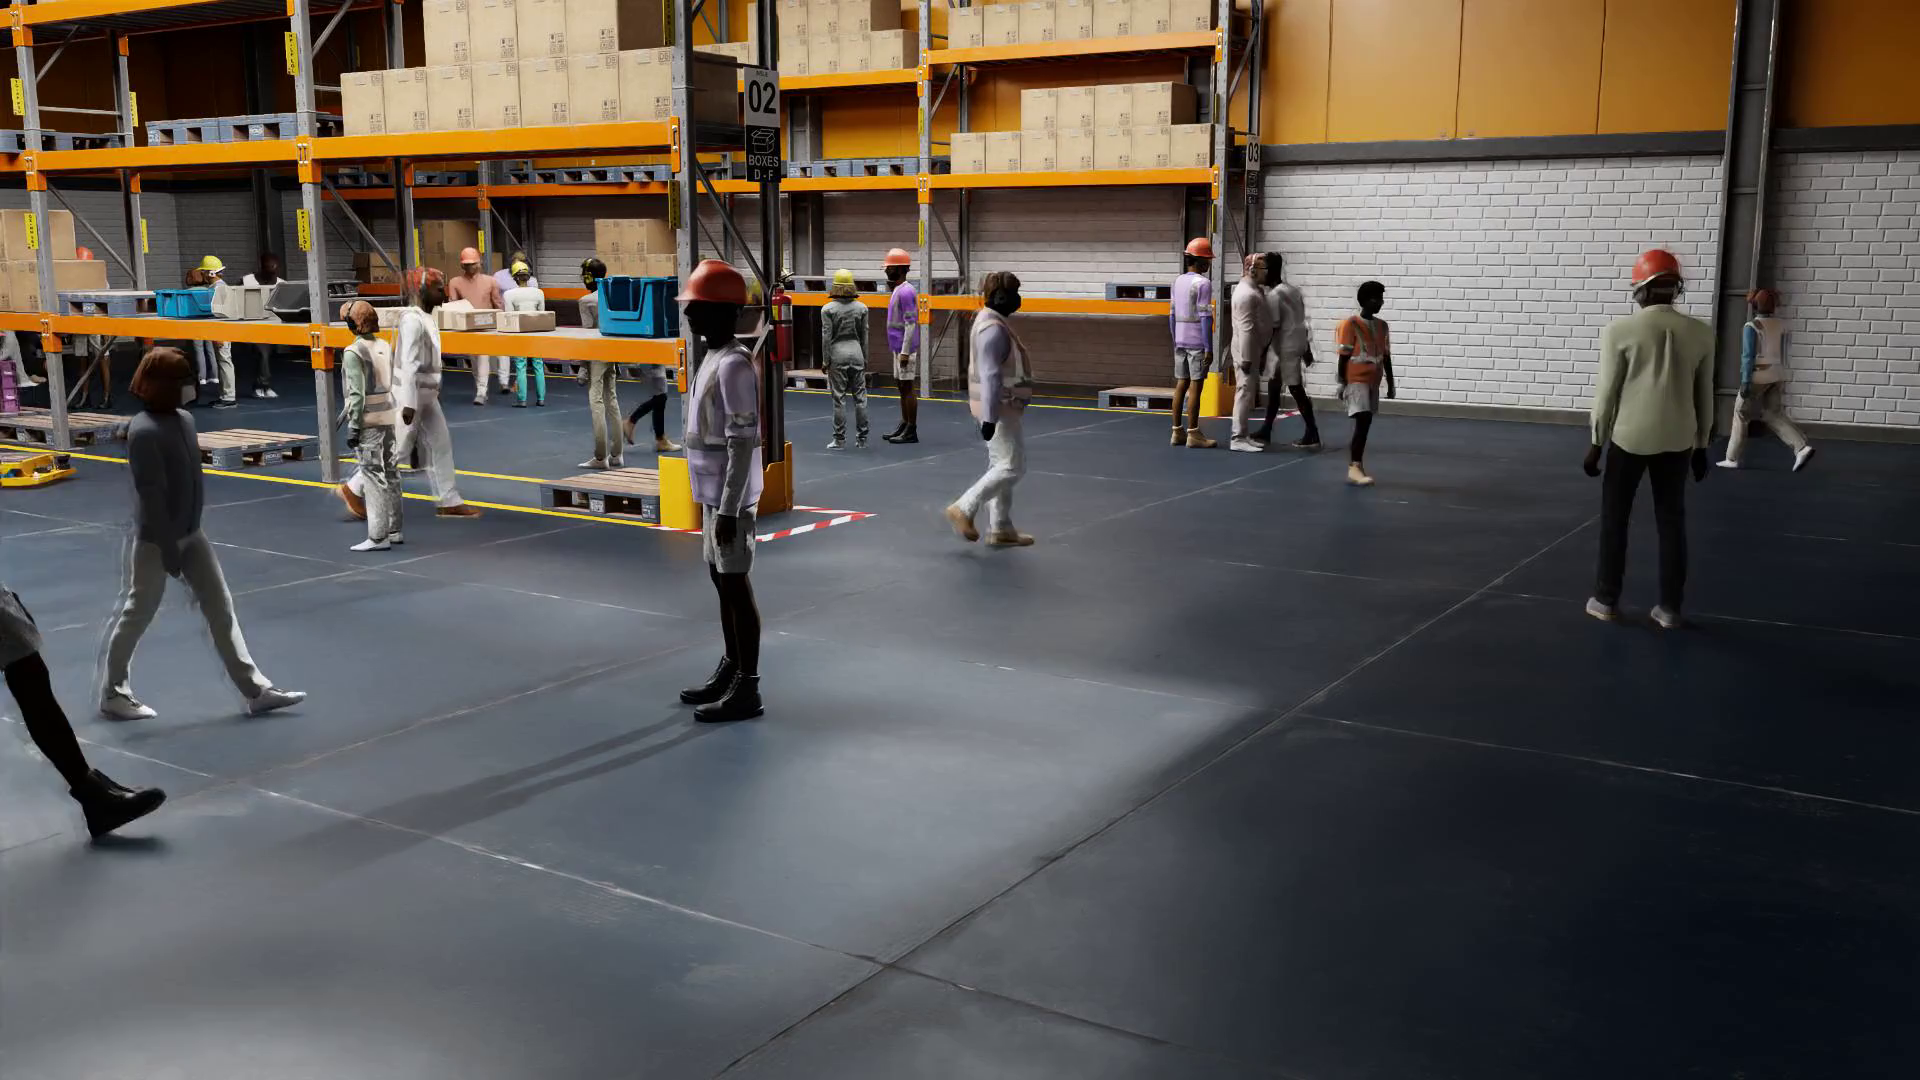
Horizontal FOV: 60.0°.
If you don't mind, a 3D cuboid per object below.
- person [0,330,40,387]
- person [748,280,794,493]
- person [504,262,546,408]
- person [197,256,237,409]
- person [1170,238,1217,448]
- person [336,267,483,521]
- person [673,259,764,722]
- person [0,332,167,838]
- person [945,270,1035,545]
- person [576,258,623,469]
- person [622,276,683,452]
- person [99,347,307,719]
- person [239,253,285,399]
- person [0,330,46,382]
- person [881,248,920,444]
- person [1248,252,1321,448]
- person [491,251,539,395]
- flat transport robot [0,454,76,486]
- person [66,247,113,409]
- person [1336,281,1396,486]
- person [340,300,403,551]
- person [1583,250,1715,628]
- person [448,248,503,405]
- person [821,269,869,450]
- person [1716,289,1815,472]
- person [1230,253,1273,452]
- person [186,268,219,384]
[{"bbox_3d":[-13.062,-2.985,22.632,0.593,1.893,0.873,6,12,29],"label":"person"},{"bbox_3d":[-1.490,-1.206,13.179,0.344,1.735,0.588,-1,10,-6],"label":"person"},{"bbox_3d":[-5.273,-2.480,20.154,0.522,1.761,0.321,-8,13,-38],"label":"person"},{"bbox_3d":[-8.946,-2.497,20.042,0.404,1.835,0.590,-5,11,-25],"label":"person"},{"bbox_3d":[2.302,-1.918,16.254,0.391,2.040,0.615,-5,11,-25],"label":"person"},{"bbox_3d":[-4.003,-1.039,11.959,0.954,1.846,0.588,-1,10,-4],"label":"person"},{"bbox_3d":[-1.013,-0.205,7.040,0.350,1.942,0.545,-3,11,-18],"label":"person"},{"bbox_3d":[-3.232,0.117,5.405,1.032,1.880,0.552,0,10,1],"label":"person"},{"bbox_3d":[0.225,-0.847,10.919,0.515,1.827,0.630,0,10,-2],"label":"person"},{"bbox_3d":[-3.205,-1.560,14.758,0.328,1.868,0.509,5,12,27],"label":"person"},{"bbox_3d":[-2.958,-1.663,15.818,0.524,1.680,0.550,-3,11,-14],"label":"person"},{"bbox_3d":[-3.270,-0.013,6.956,0.873,1.581,0.522,1,10,3],"label":"person"},{"bbox_3d":[-8.864,-2.721,21.221,0.605,1.851,0.880,-10,14,-43],"label":"person"},{"bbox_3d":[-13.472,-3.266,23.729,0.808,2.000,0.533,2,10,9],"label":"person"},{"bbox_3d":[-0.597,-1.927,16.594,0.377,1.938,0.547,-2,10,-11],"label":"person"},{"bbox_3d":[3.132,-1.844,16.241,0.932,1.893,0.622,5,11,26],"label":"person"},{"bbox_3d":[-5.877,-2.842,21.824,0.706,1.877,0.907,0,10,1],"label":"person"},{"bbox_3d":[-8.221,-0.587,13.787,1.431,0.197,0.652,-1,10,-4],"label":"flat transport robot"},{"bbox_3d":[-10.443,-2.529,19.915,0.545,1.943,0.347,0,10,0],"label":"person"},{"bbox_3d":[3.395,-1.281,13.685,0.555,1.680,0.526,-7,12,-35],"label":"person"},{"bbox_3d":[-3.845,-0.741,10.859,0.314,1.636,0.515,1,10,7],"label":"person"},{"bbox_3d":[3.621,-0.522,8.794,0.646,1.974,0.605,0,10,-2],"label":"person"},{"bbox_3d":[-5.997,-2.652,20.655,0.643,1.931,1.091,-1,10,-6],"label":"person"},{"bbox_3d":[-1.118,-1.741,16.101,0.486,1.744,0.311,-5,11,-24],"label":"person"},{"bbox_3d":[7.078,-1.389,14.543,0.552,1.604,0.744,-6,12,-30],"label":"person"},{"bbox_3d":[2.797,-1.793,15.975,0.399,1.899,0.650,2,10,11],"label":"person"},{"bbox_3d":[-10.692,-3.002,23.421,0.288,1.623,0.495,4,11,19],"label":"person"}]
